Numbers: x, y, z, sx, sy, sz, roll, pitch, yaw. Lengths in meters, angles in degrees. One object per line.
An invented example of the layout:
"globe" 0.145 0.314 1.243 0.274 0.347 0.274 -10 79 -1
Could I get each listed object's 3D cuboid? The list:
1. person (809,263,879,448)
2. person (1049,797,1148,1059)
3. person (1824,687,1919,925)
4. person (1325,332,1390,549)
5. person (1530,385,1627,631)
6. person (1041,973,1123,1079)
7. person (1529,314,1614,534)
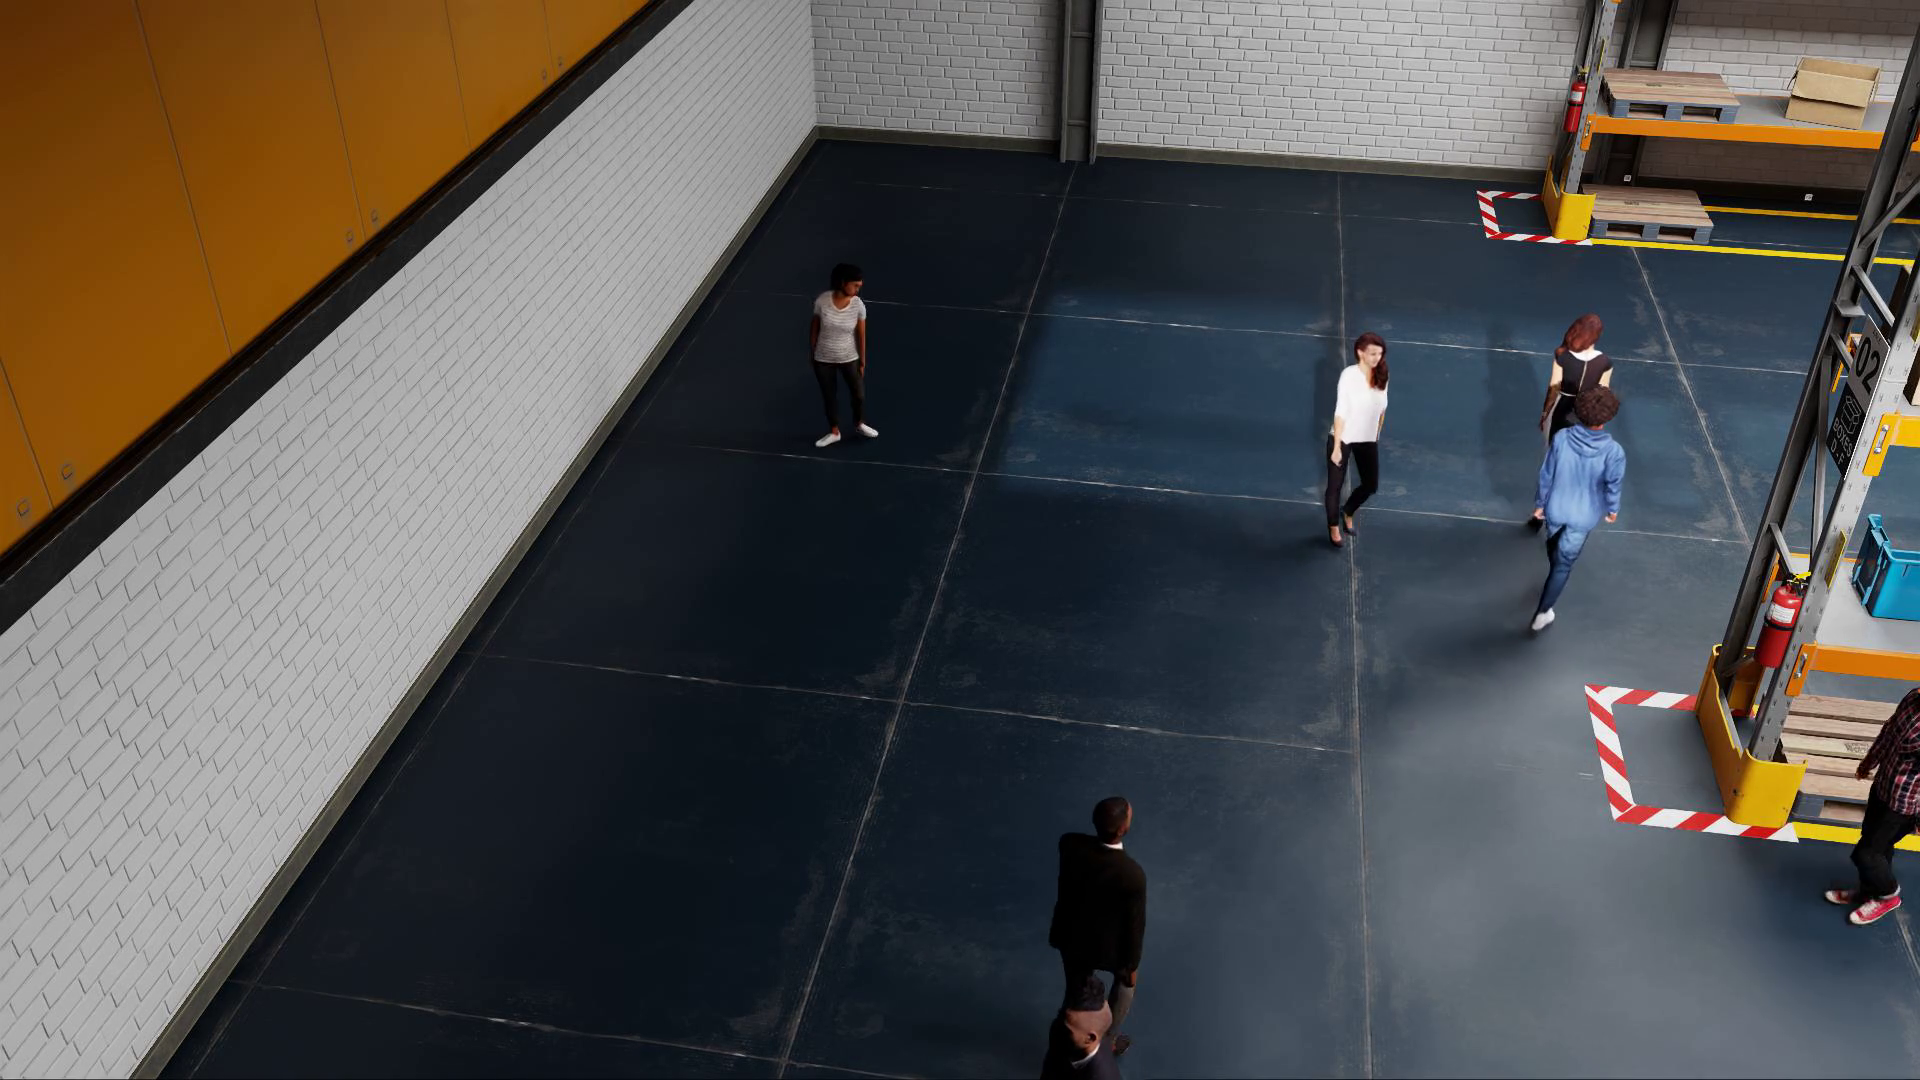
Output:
"person" -1.036 -1.490 13.534 0.545 1.611 0.779 10 35 14
"person" 0.620 2.014 8.103 0.716 1.787 0.839 18 38 25
"person" 5.233 1.384 9.083 0.589 1.752 0.678 5 34 7
"person" 2.847 -0.760 12.281 0.666 1.784 0.772 -10 35 -14
"person" 4.176 -0.179 11.422 1.188 1.767 1.101 24 40 31
"person" 0.608 2.562 7.155 1.197 1.926 0.995 -11 35 -16
"person" 4.539 -0.848 12.403 0.439 1.796 0.651 7 34 11
